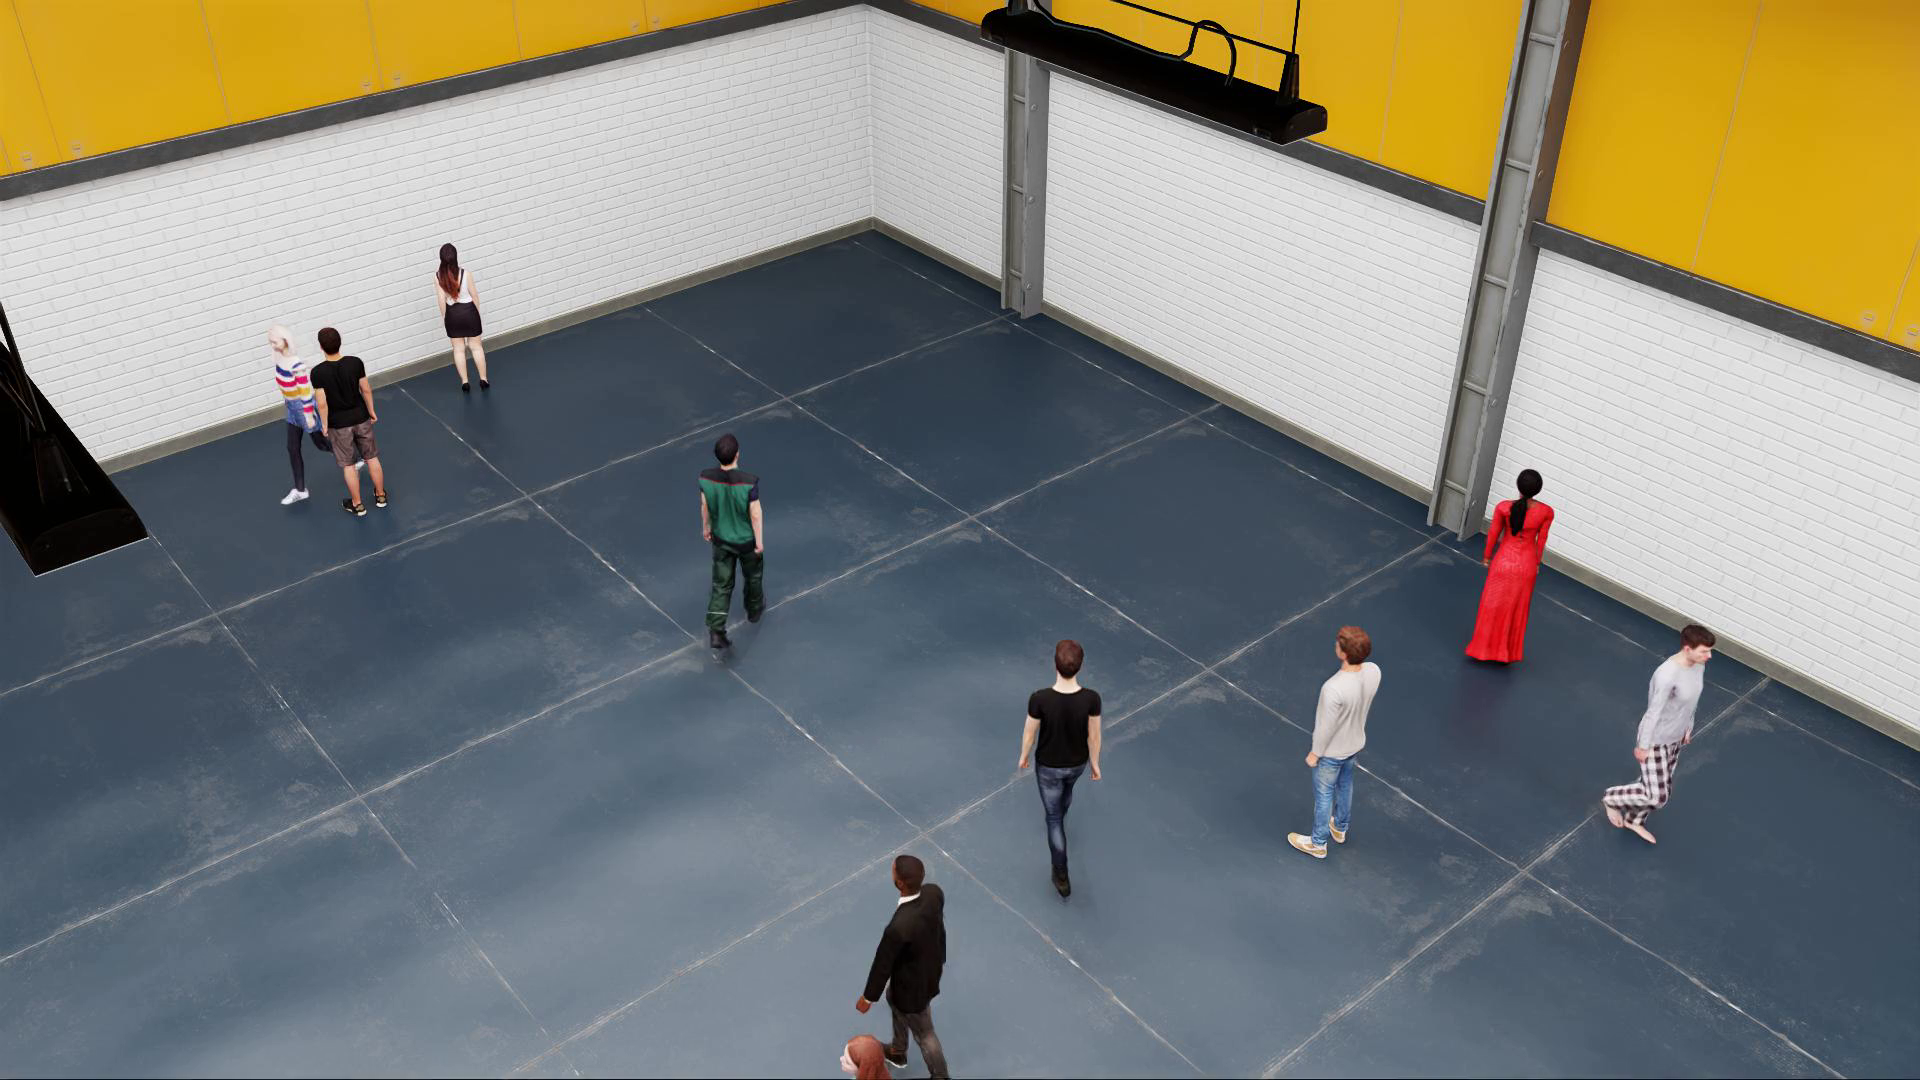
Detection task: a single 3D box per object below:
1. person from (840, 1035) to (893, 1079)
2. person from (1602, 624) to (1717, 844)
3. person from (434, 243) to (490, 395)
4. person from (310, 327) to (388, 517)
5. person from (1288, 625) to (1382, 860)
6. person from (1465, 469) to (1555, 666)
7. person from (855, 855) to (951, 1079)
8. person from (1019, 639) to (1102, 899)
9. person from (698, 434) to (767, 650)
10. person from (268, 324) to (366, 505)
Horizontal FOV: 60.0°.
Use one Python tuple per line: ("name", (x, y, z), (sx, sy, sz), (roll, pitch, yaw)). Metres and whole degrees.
("person", (-0.367, 3.218, 8.815), (1.135, 1.710, 1.076), (3, 34, 5))
("person", (4.812, 1.311, 11.568), (0.665, 1.838, 0.723), (-21, 39, -29))
("person", (-5.141, -2.285, 17.149), (0.628, 1.649, 0.632), (-9, 35, -13))
("person", (-5.578, -1.090, 15.159), (0.663, 1.861, 0.570), (-24, 40, -31))
("person", (2.602, 1.383, 11.401), (0.642, 1.903, 0.559), (-24, 41, -32))
("person", (4.390, 0.228, 13.245), (0.729, 1.785, 0.802), (7, 34, 11))
("person", (-0.173, 2.596, 9.690), (0.994, 1.777, 0.902), (11, 35, 16))
("person", (0.688, 1.559, 11.182), (1.113, 1.852, 1.305), (-4, 34, -5))
("person", (-1.853, 0.037, 13.456), (1.219, 1.870, 1.199), (7, 34, 10))
("person", (-6.010, -1.224, 15.442), (1.115, 1.771, 0.869), (24, 40, 31))
